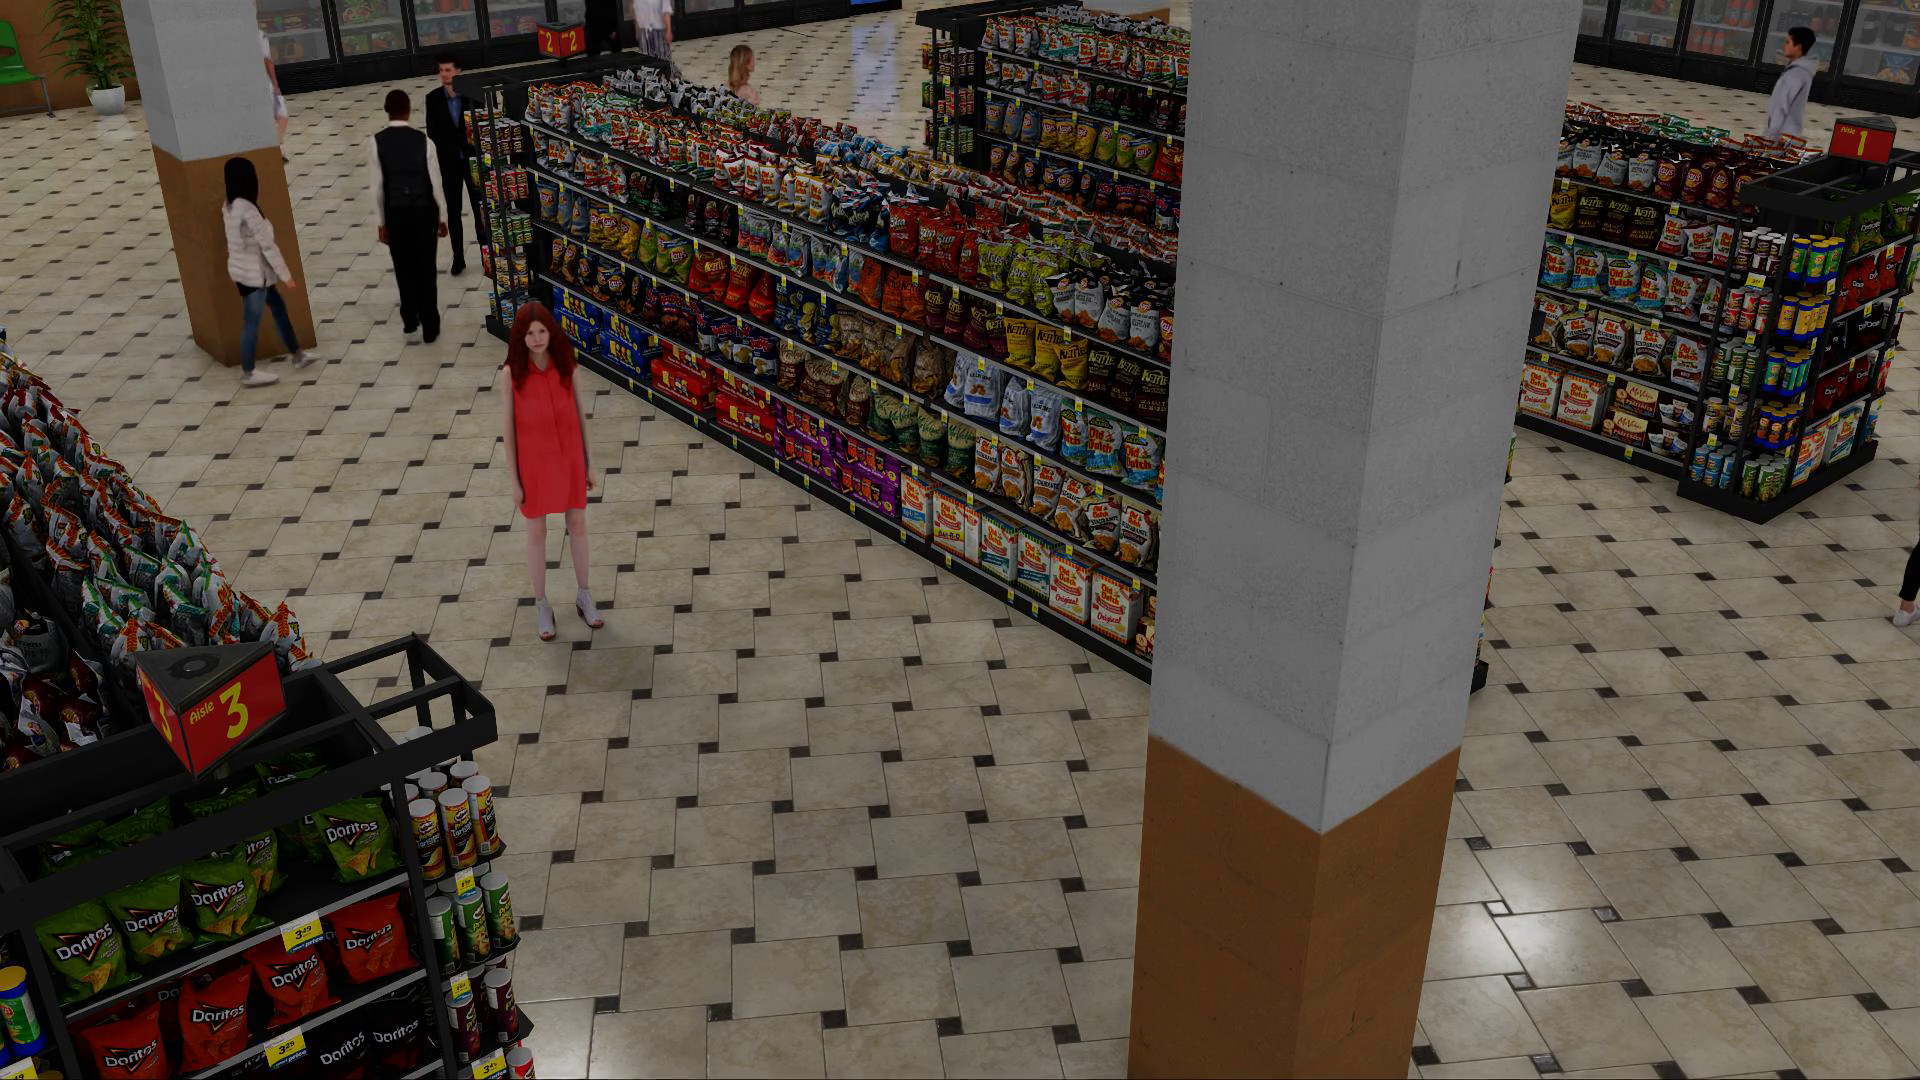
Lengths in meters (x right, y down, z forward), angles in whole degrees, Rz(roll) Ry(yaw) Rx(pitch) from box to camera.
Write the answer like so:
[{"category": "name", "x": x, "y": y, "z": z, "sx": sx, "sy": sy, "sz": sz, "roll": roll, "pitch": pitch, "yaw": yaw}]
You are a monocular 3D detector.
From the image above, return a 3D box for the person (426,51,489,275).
[{"category": "person", "x": -4.263, "y": -3.237, "z": 14.238, "sx": 0.779, "sy": 1.887, "sz": 0.769, "roll": -6, "pitch": 28, "yaw": -12}]

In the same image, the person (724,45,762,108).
[{"category": "person", "x": -2.000, "y": -3.420, "z": 14.684, "sx": 0.677, "sy": 1.811, "sz": 0.679, "roll": -18, "pitch": 32, "yaw": -31}]

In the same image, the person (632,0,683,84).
[{"category": "person", "x": -3.707, "y": -6.200, "z": 20.330, "sx": 1.046, "sy": 1.660, "sz": 1.044, "roll": 8, "pitch": 28, "yaw": 15}]

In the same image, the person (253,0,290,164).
[{"category": "person", "x": -7.367, "y": -4.785, "z": 17.448, "sx": 0.727, "sy": 1.744, "sz": 0.788, "roll": 7, "pitch": 28, "yaw": 13}]

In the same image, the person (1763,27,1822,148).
[{"category": "person", "x": 7.463, "y": -3.595, "z": 14.925, "sx": 1.250, "sy": 1.903, "sz": 1.057, "roll": 9, "pitch": 28, "yaw": 18}]

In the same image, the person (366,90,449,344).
[{"category": "person", "x": -4.149, "y": -2.396, "z": 12.560, "sx": 0.827, "sy": 1.905, "sz": 0.871, "roll": -5, "pitch": 27, "yaw": -9}]

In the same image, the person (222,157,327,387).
[{"category": "person", "x": -5.123, "y": -1.878, "z": 11.868, "sx": 0.757, "sy": 1.607, "sz": 0.819, "roll": -17, "pitch": 31, "yaw": -30}]

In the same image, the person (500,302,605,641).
[{"category": "person", "x": -2.122, "y": -0.358, "z": 8.627, "sx": 0.632, "sy": 1.828, "sz": 0.570, "roll": -14, "pitch": 30, "yaw": -25}]

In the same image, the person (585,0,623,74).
[{"category": "person", "x": -4.539, "y": -6.424, "z": 20.862, "sx": 1.137, "sy": 1.581, "sz": 1.081, "roll": 8, "pitch": 28, "yaw": 15}]
